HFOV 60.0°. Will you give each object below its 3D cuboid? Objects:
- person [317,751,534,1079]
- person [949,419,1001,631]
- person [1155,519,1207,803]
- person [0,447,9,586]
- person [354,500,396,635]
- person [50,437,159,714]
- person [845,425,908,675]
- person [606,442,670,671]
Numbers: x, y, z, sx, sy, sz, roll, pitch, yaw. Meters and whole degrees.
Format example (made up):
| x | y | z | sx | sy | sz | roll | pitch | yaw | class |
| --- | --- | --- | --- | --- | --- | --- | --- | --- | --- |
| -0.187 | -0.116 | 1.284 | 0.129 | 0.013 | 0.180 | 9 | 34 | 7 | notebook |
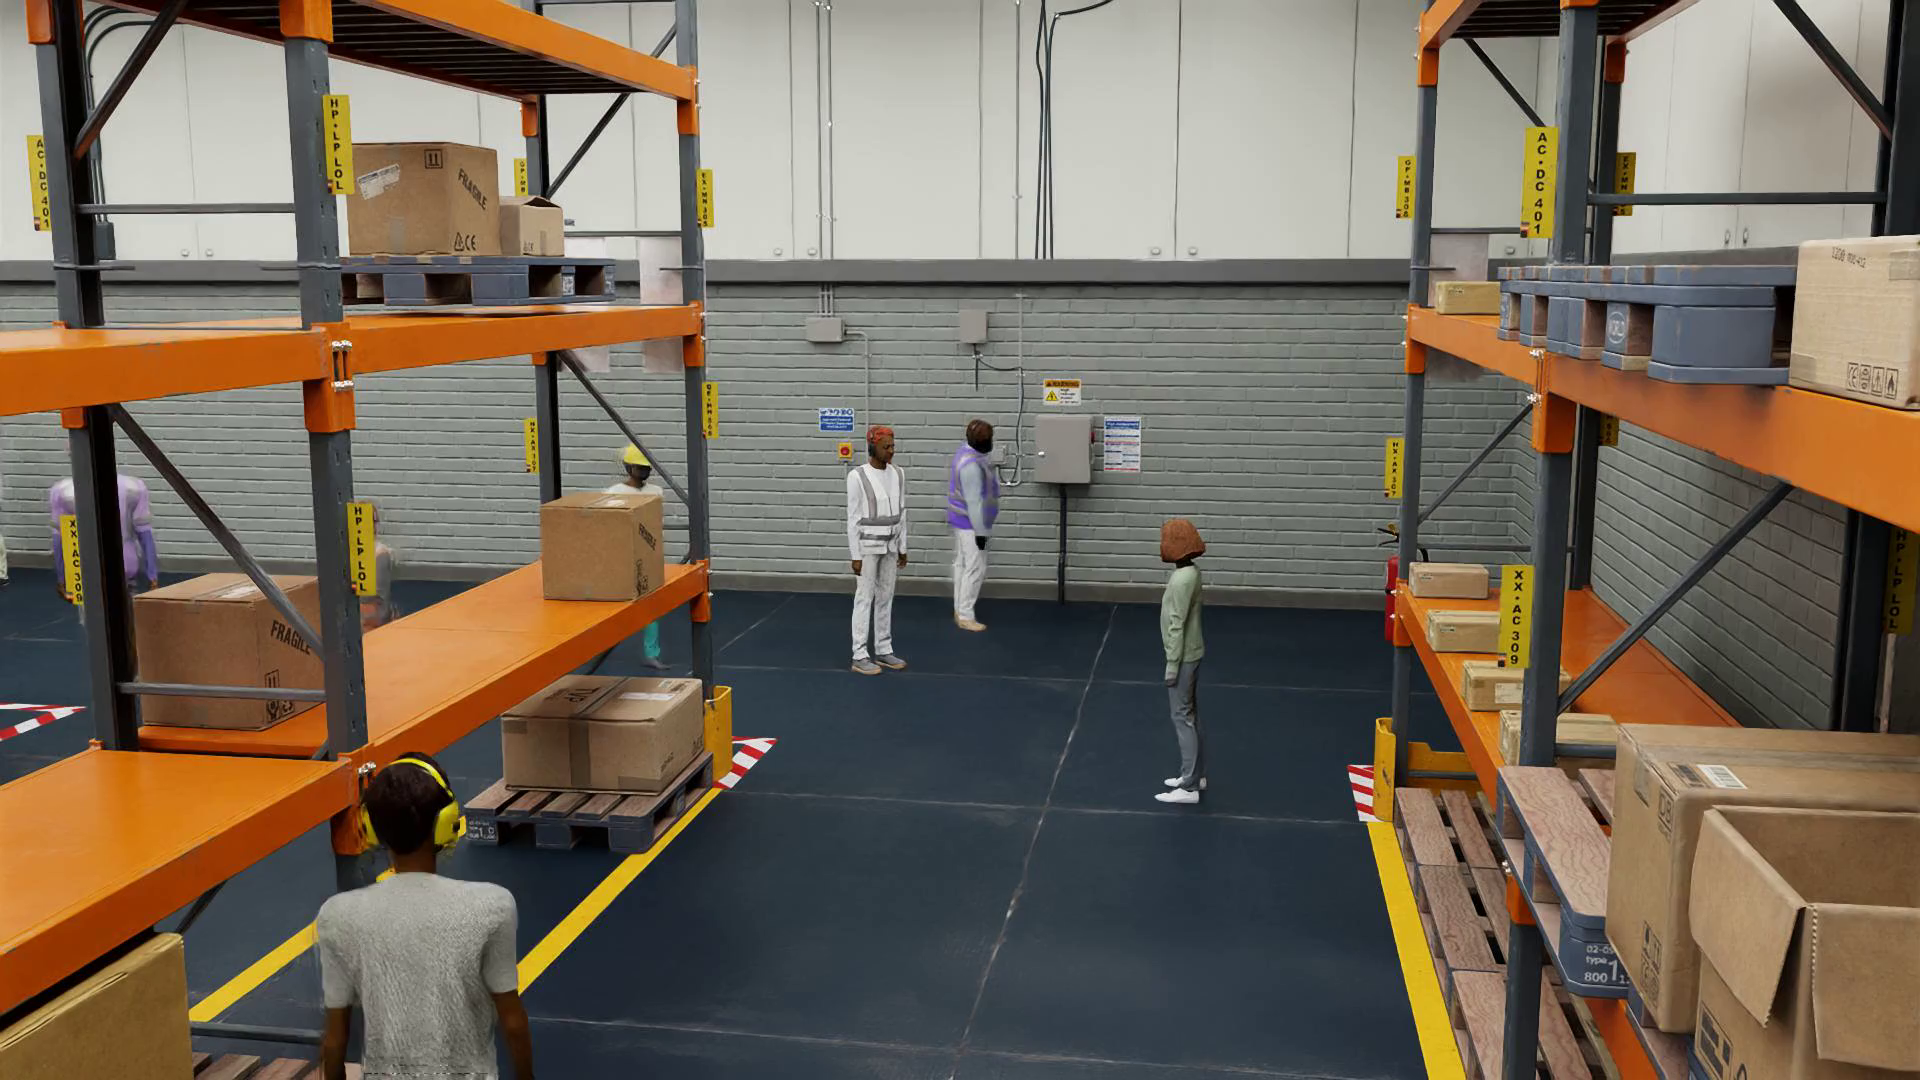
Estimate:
| x | y | z | sx | sy | sz | roll | pitch | yaw | class |
| --- | --- | --- | --- | --- | --- | --- | --- | --- | --- |
| -1.315 | 1.453 | 4.132 | 0.536 | 1.851 | 0.706 | 0 | 9 | 2 | person |
| 0.120 | -0.140 | 14.137 | 0.432 | 1.806 | 0.805 | -1 | 9 | -4 | person |
| 1.278 | 0.687 | 9.553 | 0.292 | 1.623 | 0.501 | 2 | 9 | 14 | person |
| -9.427 | -0.407 | 15.934 | 0.574 | 1.739 | 0.350 | 3 | 10 | 19 | person |
| -3.687 | 0.554 | 10.339 | 0.525 | 1.623 | 0.381 | 6 | 11 | 31 | person |
| -5.789 | 0.210 | 11.327 | 0.608 | 2.015 | 0.900 | -9 | 13 | -44 | person |
| -0.625 | 0.072 | 12.575 | 0.345 | 1.879 | 0.581 | 8 | 12 | 41 | person |
| -2.501 | 0.113 | 12.689 | 0.533 | 1.749 | 0.620 | -9 | 13 | -43 | person |
